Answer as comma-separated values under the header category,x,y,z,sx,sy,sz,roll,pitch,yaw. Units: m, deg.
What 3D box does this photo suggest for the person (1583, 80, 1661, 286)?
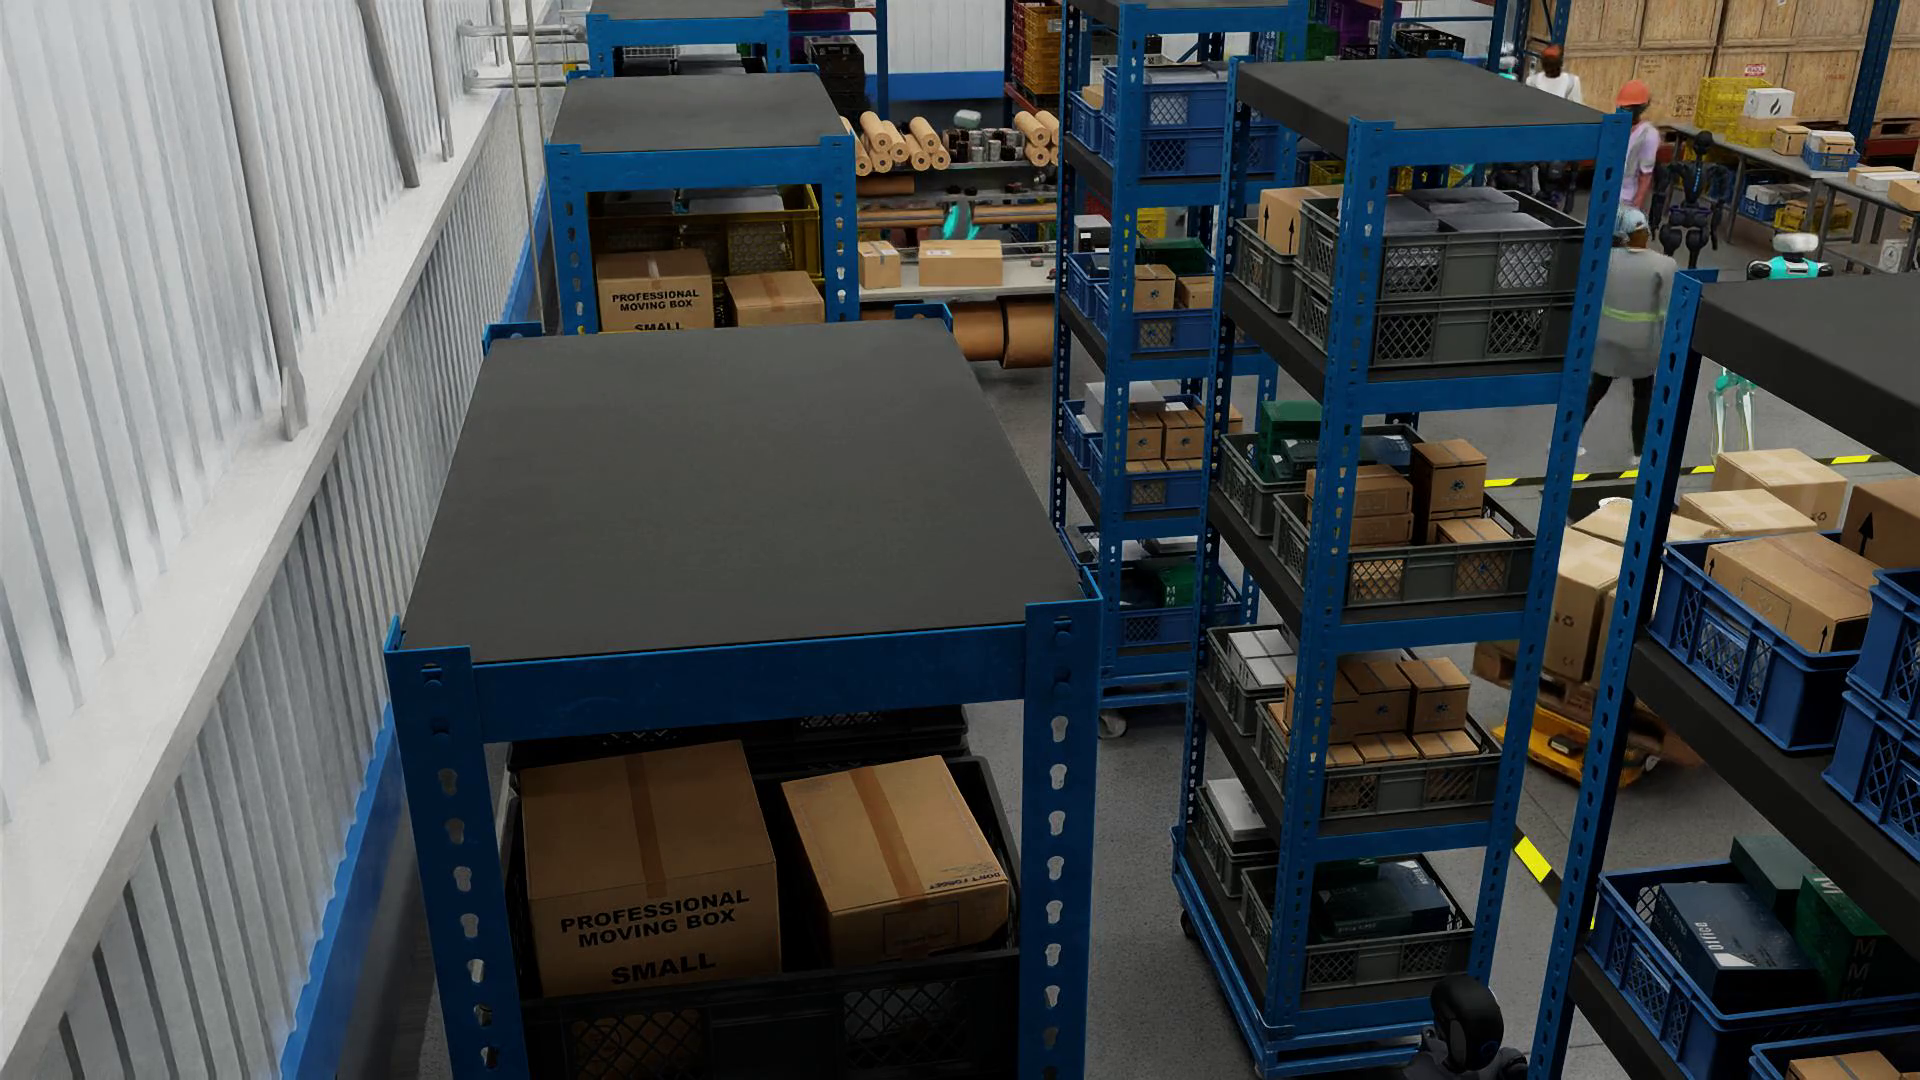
category,x,y,z,sx,sy,sz,roll,pitch,yaw
person,5.850,-3.068,14.853,0.461,2.032,0.651,-12,27,-25

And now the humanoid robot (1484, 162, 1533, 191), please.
category,x,y,z,sx,sy,sz,roll,pitch,yaw
humanoid robot,5.610,-3.787,16.906,0.611,1.619,0.801,-14,28,-28

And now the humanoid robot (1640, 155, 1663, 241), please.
category,x,y,z,sx,sy,sz,roll,pitch,yaw
humanoid robot,5.991,-2.939,15.024,0.611,1.642,0.365,13,28,25

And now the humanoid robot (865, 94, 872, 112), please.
category,x,y,z,sx,sy,sz,roll,pitch,yaw
humanoid robot,-1.062,-4.148,17.663,0.737,1.623,0.599,0,25,1

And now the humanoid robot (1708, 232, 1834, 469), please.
category,x,y,z,sx,sy,sz,roll,pitch,yaw
humanoid robot,5.371,-1.302,11.217,0.533,1.673,0.735,1,25,2

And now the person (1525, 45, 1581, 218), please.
category,x,y,z,sx,sy,sz,roll,pitch,yaw
person,6.393,-4.428,18.030,0.655,1.843,0.842,5,25,11

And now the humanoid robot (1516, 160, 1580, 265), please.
category,x,y,z,sx,sy,sz,roll,pitch,yaw
humanoid robot,5.248,-2.932,15.015,0.594,1.624,0.722,-2,25,-3

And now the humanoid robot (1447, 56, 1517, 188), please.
category,x,y,z,sx,sy,sz,roll,pitch,yaw
humanoid robot,5.577,-4.385,18.134,1.065,1.771,0.531,14,28,28

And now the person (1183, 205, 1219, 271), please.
category,x,y,z,sx,sy,sz,roll,pitch,yaw
person,2.368,-3.405,15.835,0.431,1.835,0.620,-14,28,-28

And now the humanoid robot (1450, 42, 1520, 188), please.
category,x,y,z,sx,sy,sz,roll,pitch,yaw
humanoid robot,5.894,-4.826,19.029,0.532,1.731,0.976,-18,30,-33

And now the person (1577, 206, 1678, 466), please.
category,x,y,z,sx,sy,sz,roll,pitch,yaw
person,4.594,-1.383,11.464,0.641,1.807,0.539,21,32,38

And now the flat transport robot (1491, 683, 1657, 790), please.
category,x,y,z,sx,sy,sz,roll,pitch,yaw
flat transport robot,3.402,0.835,8.451,1.431,0.197,0.652,-19,31,-35

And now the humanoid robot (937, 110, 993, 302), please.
category,x,y,z,sx,sy,sz,roll,pitch,yaw
humanoid robot,0.023,-2.933,14.921,0.557,1.735,1.034,4,25,9

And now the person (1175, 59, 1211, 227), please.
category,x,y,z,sx,sy,sz,roll,pitch,yaw
person,2.511,-4.267,17.730,0.609,1.802,0.521,13,28,26

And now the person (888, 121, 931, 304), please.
category,x,y,z,sx,sy,sz,roll,pitch,yaw
person,-0.359,-2.478,13.683,0.450,1.929,0.623,-1,25,-3

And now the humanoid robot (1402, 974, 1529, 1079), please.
category,x,y,z,sx,sy,sz,roll,pitch,yaw
humanoid robot,1.278,1.867,4.537,0.599,1.657,0.315,-11,27,-22

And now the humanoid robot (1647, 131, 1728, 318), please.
category,x,y,z,sx,sy,sz,roll,pitch,yaw
humanoid robot,6.370,-2.768,14.625,0.606,1.656,0.367,6,25,13
